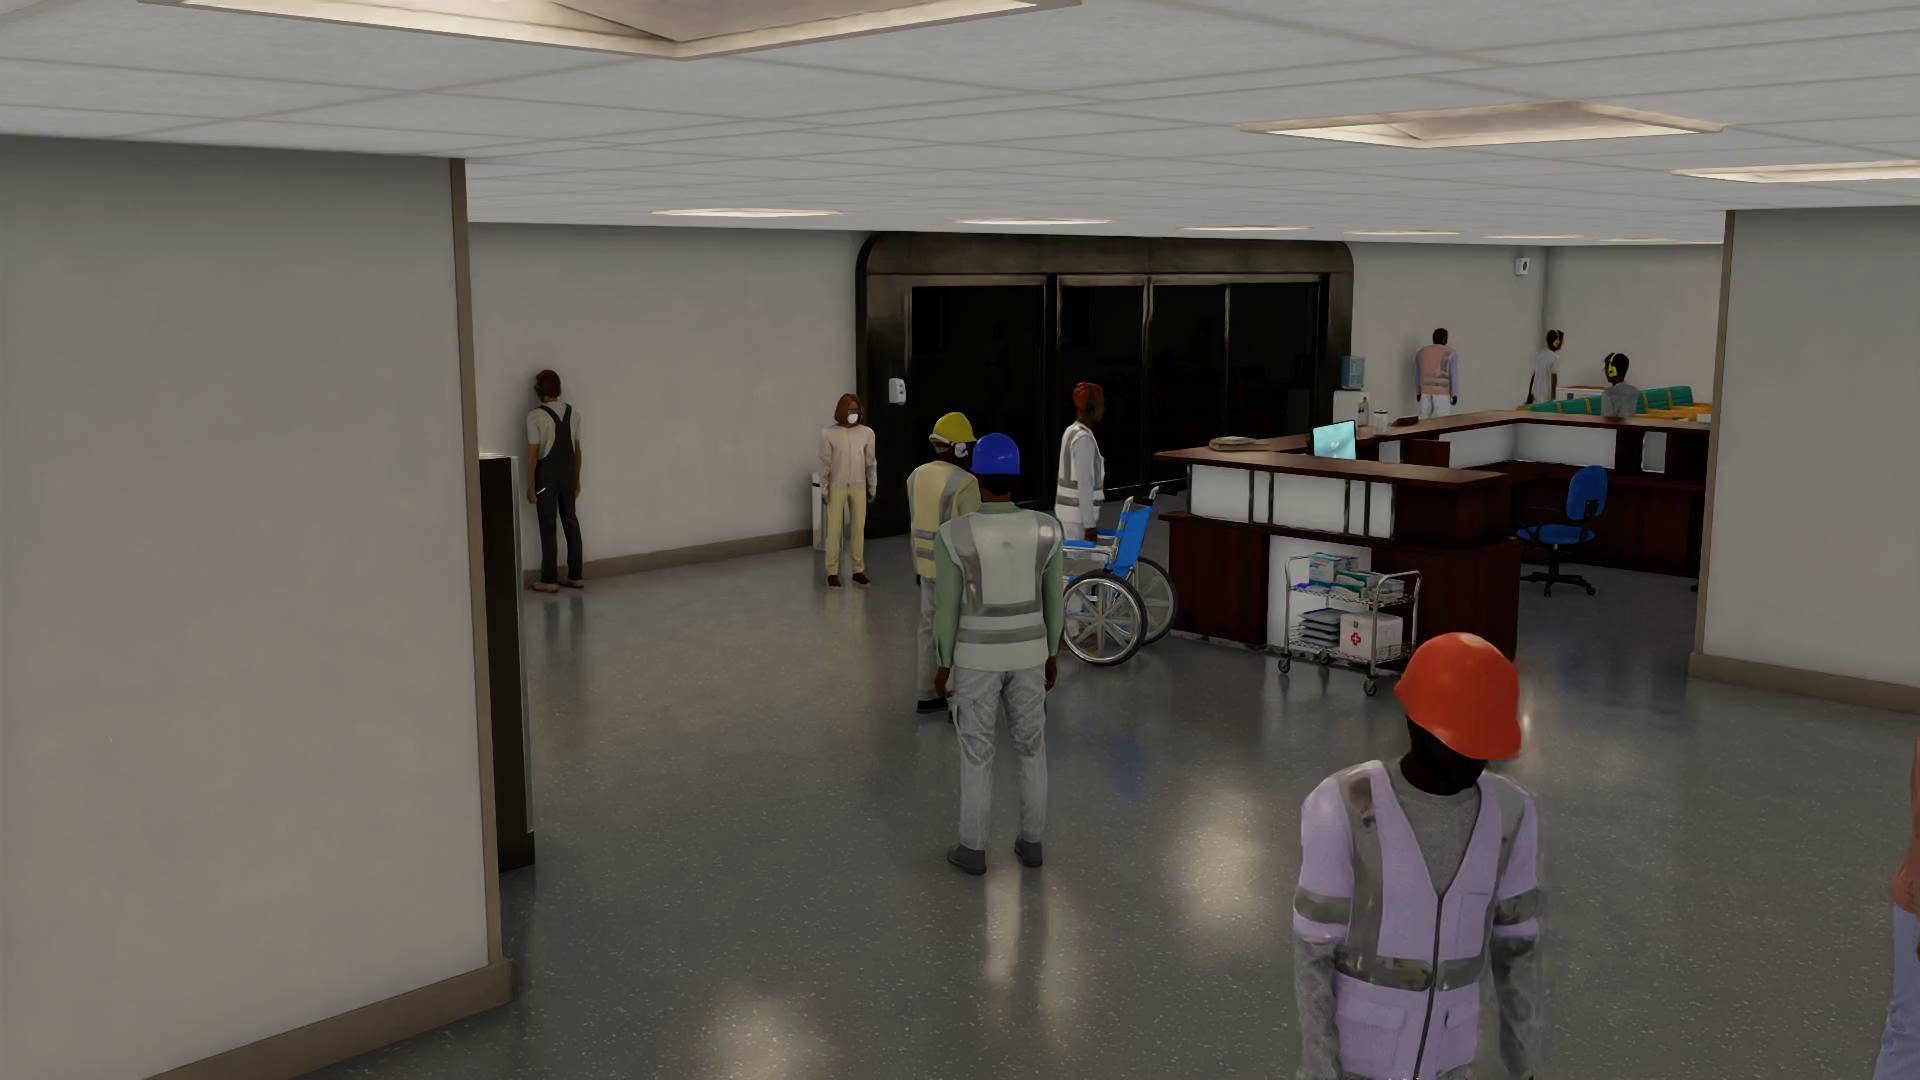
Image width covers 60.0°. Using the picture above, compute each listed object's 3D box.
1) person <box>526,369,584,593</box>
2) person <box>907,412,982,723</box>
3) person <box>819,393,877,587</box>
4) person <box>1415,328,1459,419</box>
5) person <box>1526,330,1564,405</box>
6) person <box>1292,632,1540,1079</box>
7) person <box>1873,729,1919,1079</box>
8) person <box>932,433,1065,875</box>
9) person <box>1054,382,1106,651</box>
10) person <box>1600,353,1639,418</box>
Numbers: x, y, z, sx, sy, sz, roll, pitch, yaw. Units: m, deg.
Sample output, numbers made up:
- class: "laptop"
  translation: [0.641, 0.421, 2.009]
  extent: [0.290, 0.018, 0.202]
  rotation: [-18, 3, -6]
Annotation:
- class: "person"
  translation: [-3.336, -0.484, 13.696]
  extent: [0.338, 1.838, 0.506]
  rotation: [8, 12, 40]
- class: "person"
  translation: [-0.057, 0.163, 9.786]
  extent: [0.403, 1.827, 0.600]
  rotation: [-7, 12, -38]
- class: "person"
  translation: [-0.937, -0.417, 13.953]
  extent: [0.504, 1.627, 0.285]
  rotation: [-4, 10, -22]
- class: "person"
  translation: [6.750, -2.083, 23.560]
  extent: [0.645, 1.832, 0.431]
  rotation: [8, 13, 42]
- class: "person"
  translation: [8.046, -2.010, 23.124]
  extent: [0.857, 1.829, 0.542]
  rotation: [-2, 9, -12]
- class: "person"
  translation: [0.936, 1.114, 3.683]
  extent: [0.727, 1.909, 0.573]
  rotation: [-2, 9, -10]
- class: "person"
  translation: [2.786, 1.030, 4.632]
  extent: [0.522, 1.769, 0.318]
  rotation: [-8, 13, -42]
- class: "person"
  translation: [0.167, 0.503, 7.304]
  extent: [0.603, 1.949, 0.384]
  rotation: [-3, 10, -18]
- class: "person"
  translation: [0.840, -0.165, 11.629]
  extent: [0.362, 1.872, 0.597]
  rotation: [0, 9, -1]
- class: "person"
  translation: [6.217, -0.845, 15.837]
  extent: [0.508, 1.865, 0.328]
  rotation: [-7, 11, -35]
